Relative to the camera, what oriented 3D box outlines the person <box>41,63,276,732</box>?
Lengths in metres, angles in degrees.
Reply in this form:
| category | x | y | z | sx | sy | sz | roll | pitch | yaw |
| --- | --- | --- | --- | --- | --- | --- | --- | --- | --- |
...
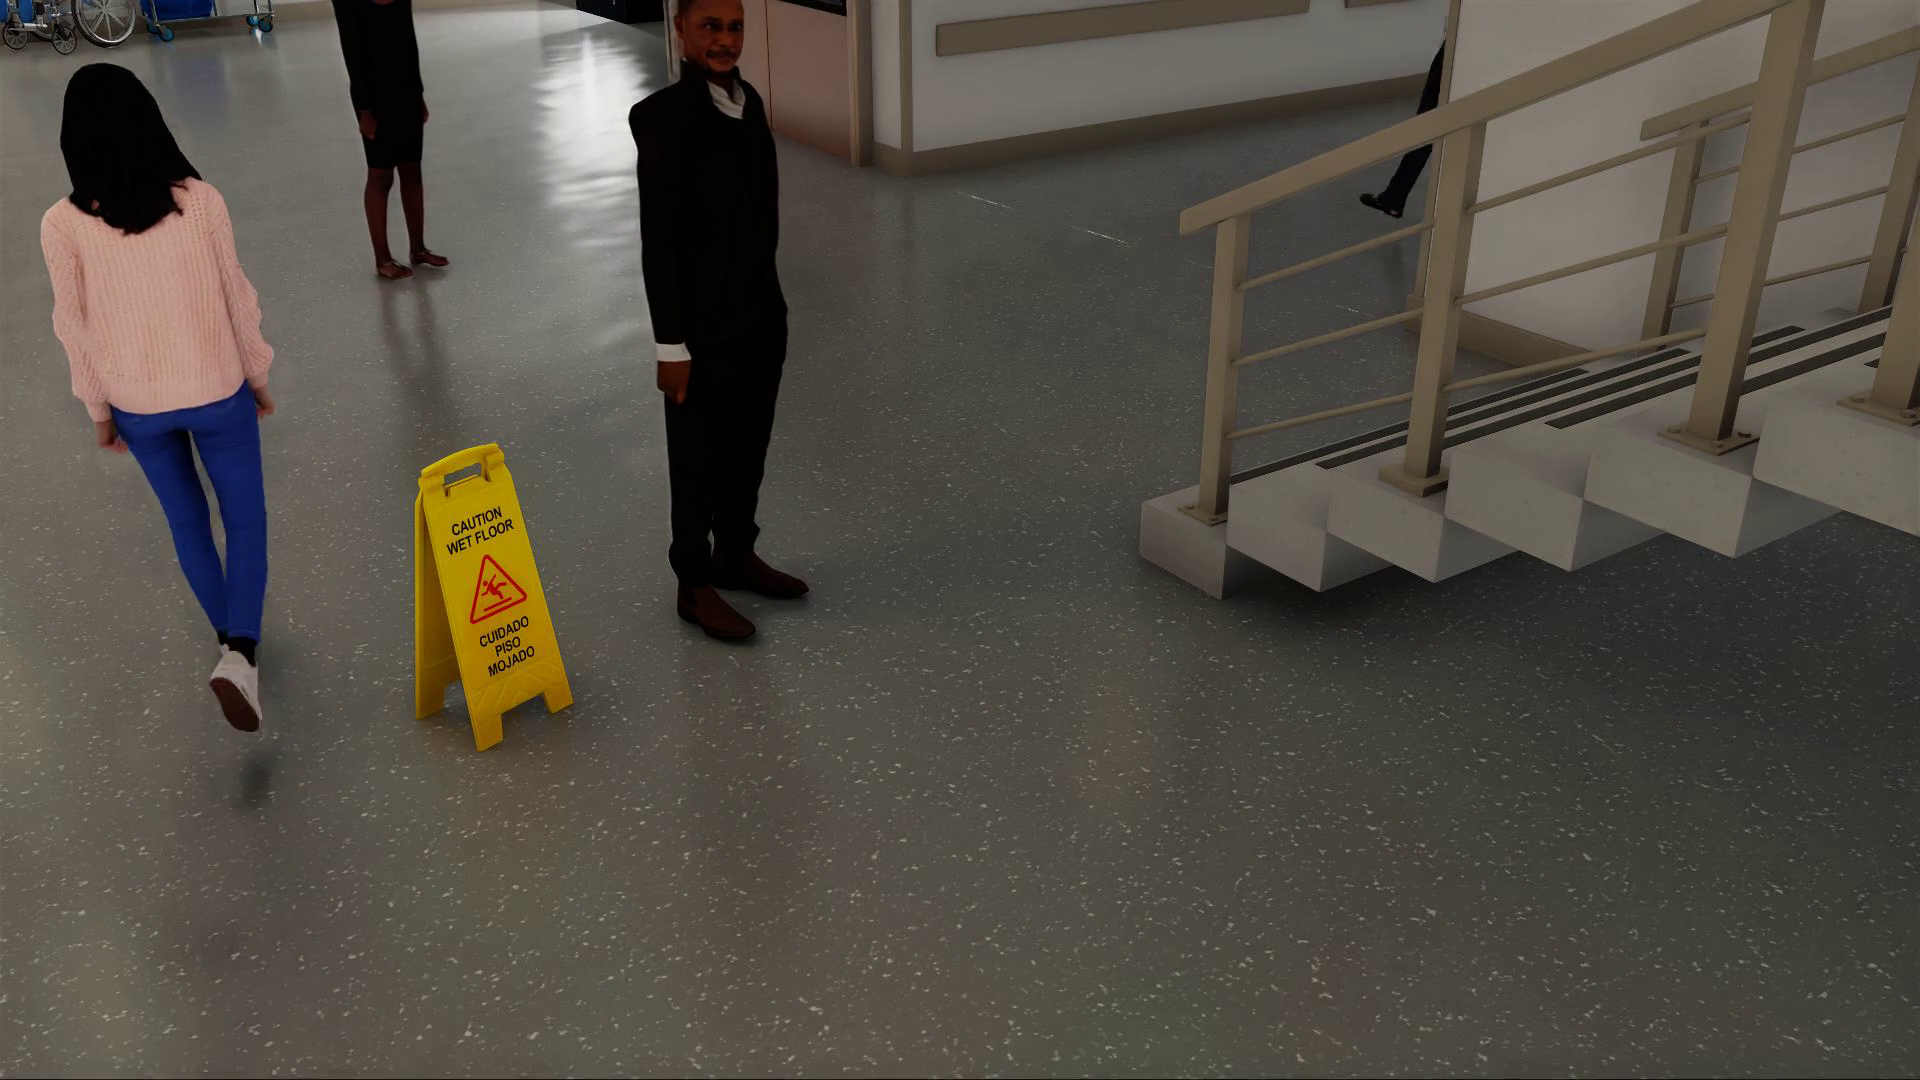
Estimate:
| category | x | y | z | sx | sy | sz | roll | pitch | yaw |
| --- | --- | --- | --- | --- | --- | --- | --- | --- | --- |
| person | -2.021 | -0.318 | 4.324 | 0.862 | 1.751 | 1.139 | -8 | 27 | -17 |

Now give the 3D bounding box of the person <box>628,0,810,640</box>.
| category | x | y | z | sx | sy | sz | roll | pitch | yaw |
| --- | --- | --- | --- | --- | --- | --- | --- | --- | --- |
| person | -0.704 | -0.658 | 4.853 | 0.780 | 1.904 | 0.799 | 13 | 29 | 25 |

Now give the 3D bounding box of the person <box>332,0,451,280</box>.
| category | x | y | z | sx | sy | sz | roll | pitch | yaw |
| --- | --- | --- | --- | --- | --- | --- | --- | --- | --- |
| person | -2.817 | -2.158 | 8.173 | 0.669 | 1.722 | 0.673 | 12 | 28 | 23 |
